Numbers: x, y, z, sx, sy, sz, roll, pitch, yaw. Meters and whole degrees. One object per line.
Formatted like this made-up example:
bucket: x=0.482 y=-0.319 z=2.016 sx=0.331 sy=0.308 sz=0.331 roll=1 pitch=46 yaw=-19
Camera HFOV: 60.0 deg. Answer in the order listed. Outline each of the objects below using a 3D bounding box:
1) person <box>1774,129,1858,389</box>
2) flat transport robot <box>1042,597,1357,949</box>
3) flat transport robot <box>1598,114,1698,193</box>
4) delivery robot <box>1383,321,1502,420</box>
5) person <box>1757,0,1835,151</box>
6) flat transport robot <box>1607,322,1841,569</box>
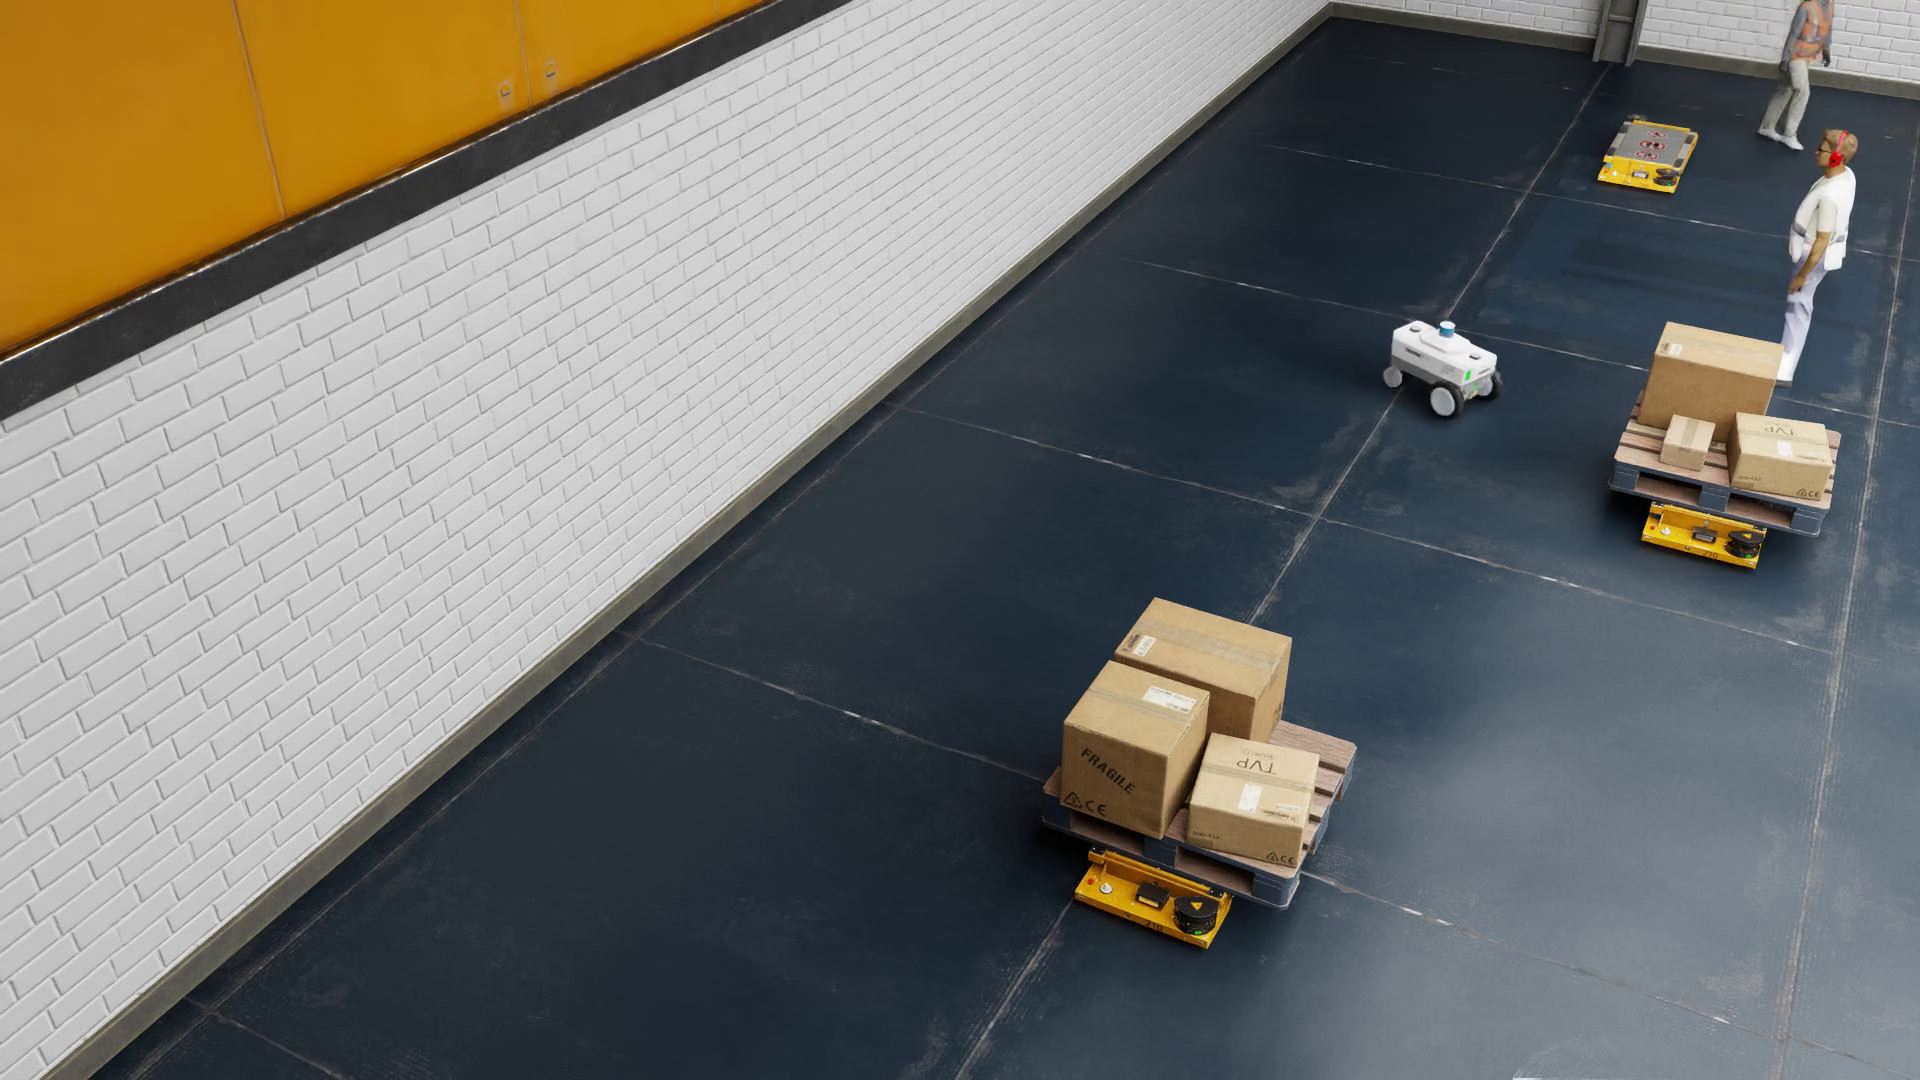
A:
person: x=5.830 y=-1.907 z=11.400 sx=0.391 sy=1.847 sz=0.563 roll=17 pitch=38 yaw=24
flat transport robot: x=1.147 y=1.328 z=8.002 sx=0.659 sy=0.231 sz=1.431 roll=17 pitch=37 yaw=23
flat transport robot: x=6.331 y=-3.546 z=15.253 sx=0.659 sy=0.231 sz=1.431 roll=17 pitch=37 yaw=23
delivery robot: x=3.351 y=-1.210 z=11.537 sx=0.499 sy=0.612 sz=0.815 roll=-23 pitch=40 yaw=-30
person: x=7.840 y=-4.428 z=15.348 sx=0.531 sy=1.614 sz=0.646 roll=-26 pitch=42 yaw=-33
flat transport robot: x=4.755 y=-0.320 z=10.454 sx=0.659 sy=0.231 sz=1.431 roll=17 pitch=37 yaw=23
